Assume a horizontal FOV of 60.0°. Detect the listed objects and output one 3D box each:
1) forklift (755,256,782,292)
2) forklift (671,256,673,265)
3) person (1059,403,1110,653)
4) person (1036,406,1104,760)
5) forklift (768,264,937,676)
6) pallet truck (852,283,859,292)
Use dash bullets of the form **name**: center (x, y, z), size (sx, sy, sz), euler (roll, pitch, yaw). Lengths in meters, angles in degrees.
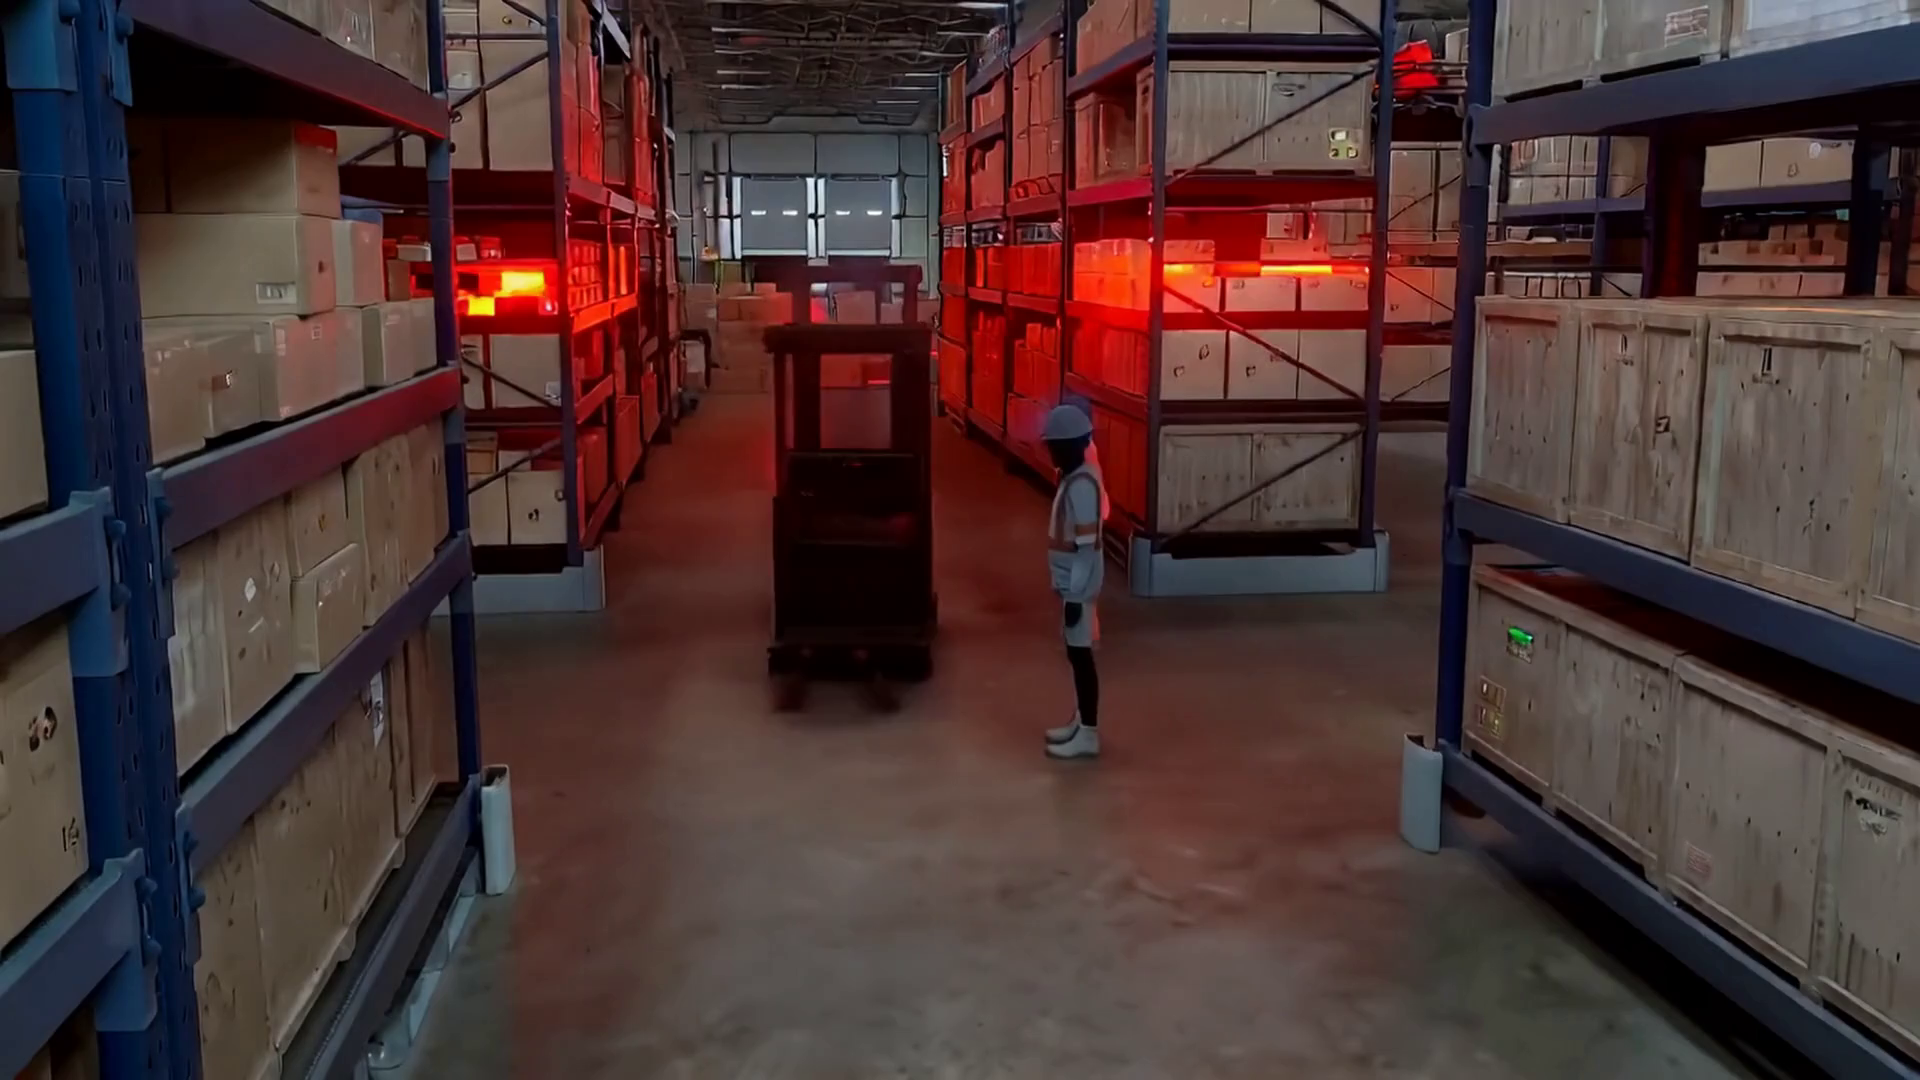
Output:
- **forklift**: center (-6.827, -8.743, 59.466), size (1.129, 2.768, 1.873), euler (4, 10, 21)
- **forklift**: center (-10.987, -9.066, 61.344), size (1.129, 2.768, 1.873), euler (-1, 10, -7)
- **person**: center (0.905, -0.107, 12.330), size (0.417, 1.816, 0.778), euler (0, 10, 1)
- **person**: center (0.631, 0.246, 9.575), size (0.395, 2.038, 0.614), euler (0, 10, 2)
- **forklift**: center (-0.744, -0.590, 12.001), size (1.129, 2.768, 1.873), euler (0, 10, 0)
- **pallet truck**: center (-3.782, -9.391, 65.808), size (1.885, 1.965, 0.823), euler (2, 10, 10)
